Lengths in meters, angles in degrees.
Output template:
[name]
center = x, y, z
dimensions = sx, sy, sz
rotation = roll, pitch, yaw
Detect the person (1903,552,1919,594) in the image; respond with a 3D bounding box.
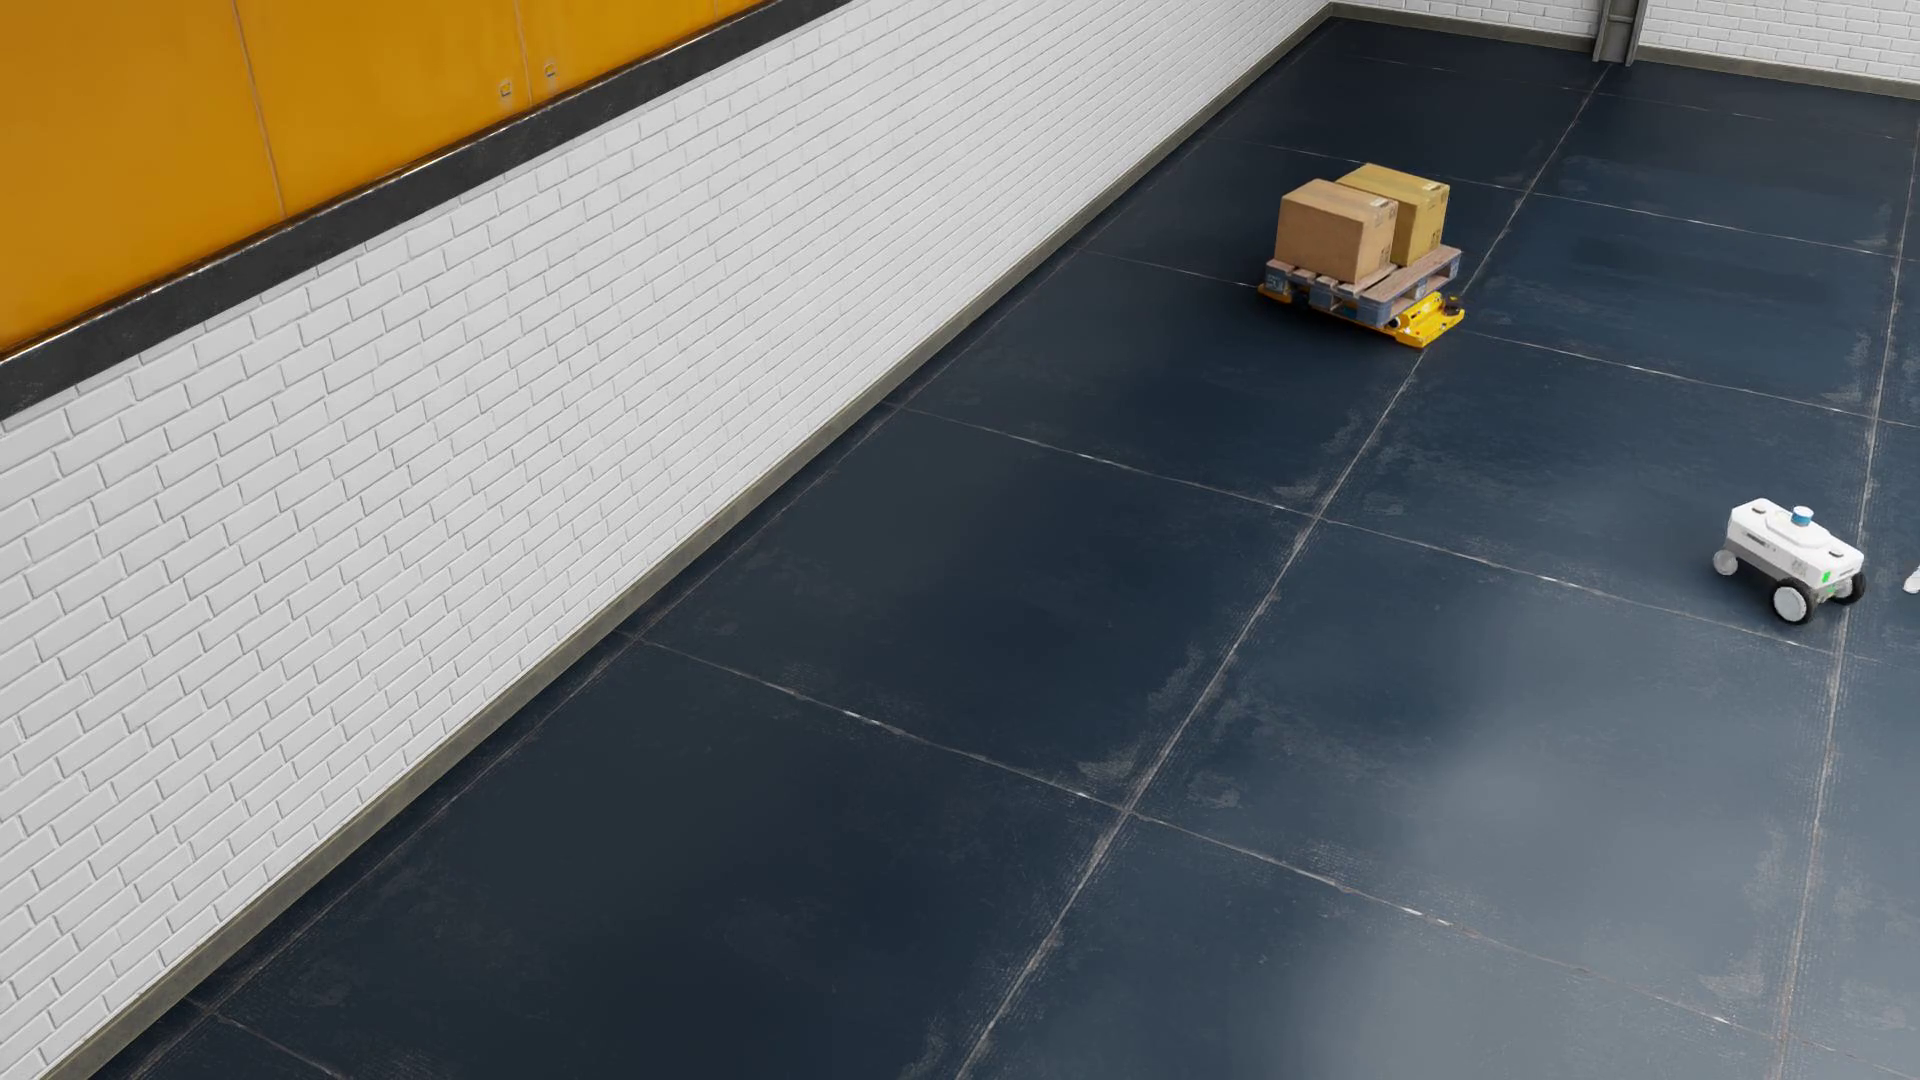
[person]
center = 5.761, -0.342, 9.202
dimensions = 0.482, 1.696, 0.548
rotation = -21, 39, -28

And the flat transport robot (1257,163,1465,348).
[flat transport robot]
center = 3.068, -1.868, 12.757
dimensions = 1.431, 0.231, 0.659
rotation = 26, 42, 33

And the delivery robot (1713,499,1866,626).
[delivery robot]
center = 4.786, 0.081, 9.595
dimensions = 0.499, 0.587, 0.777
rotation = -17, 38, -24
